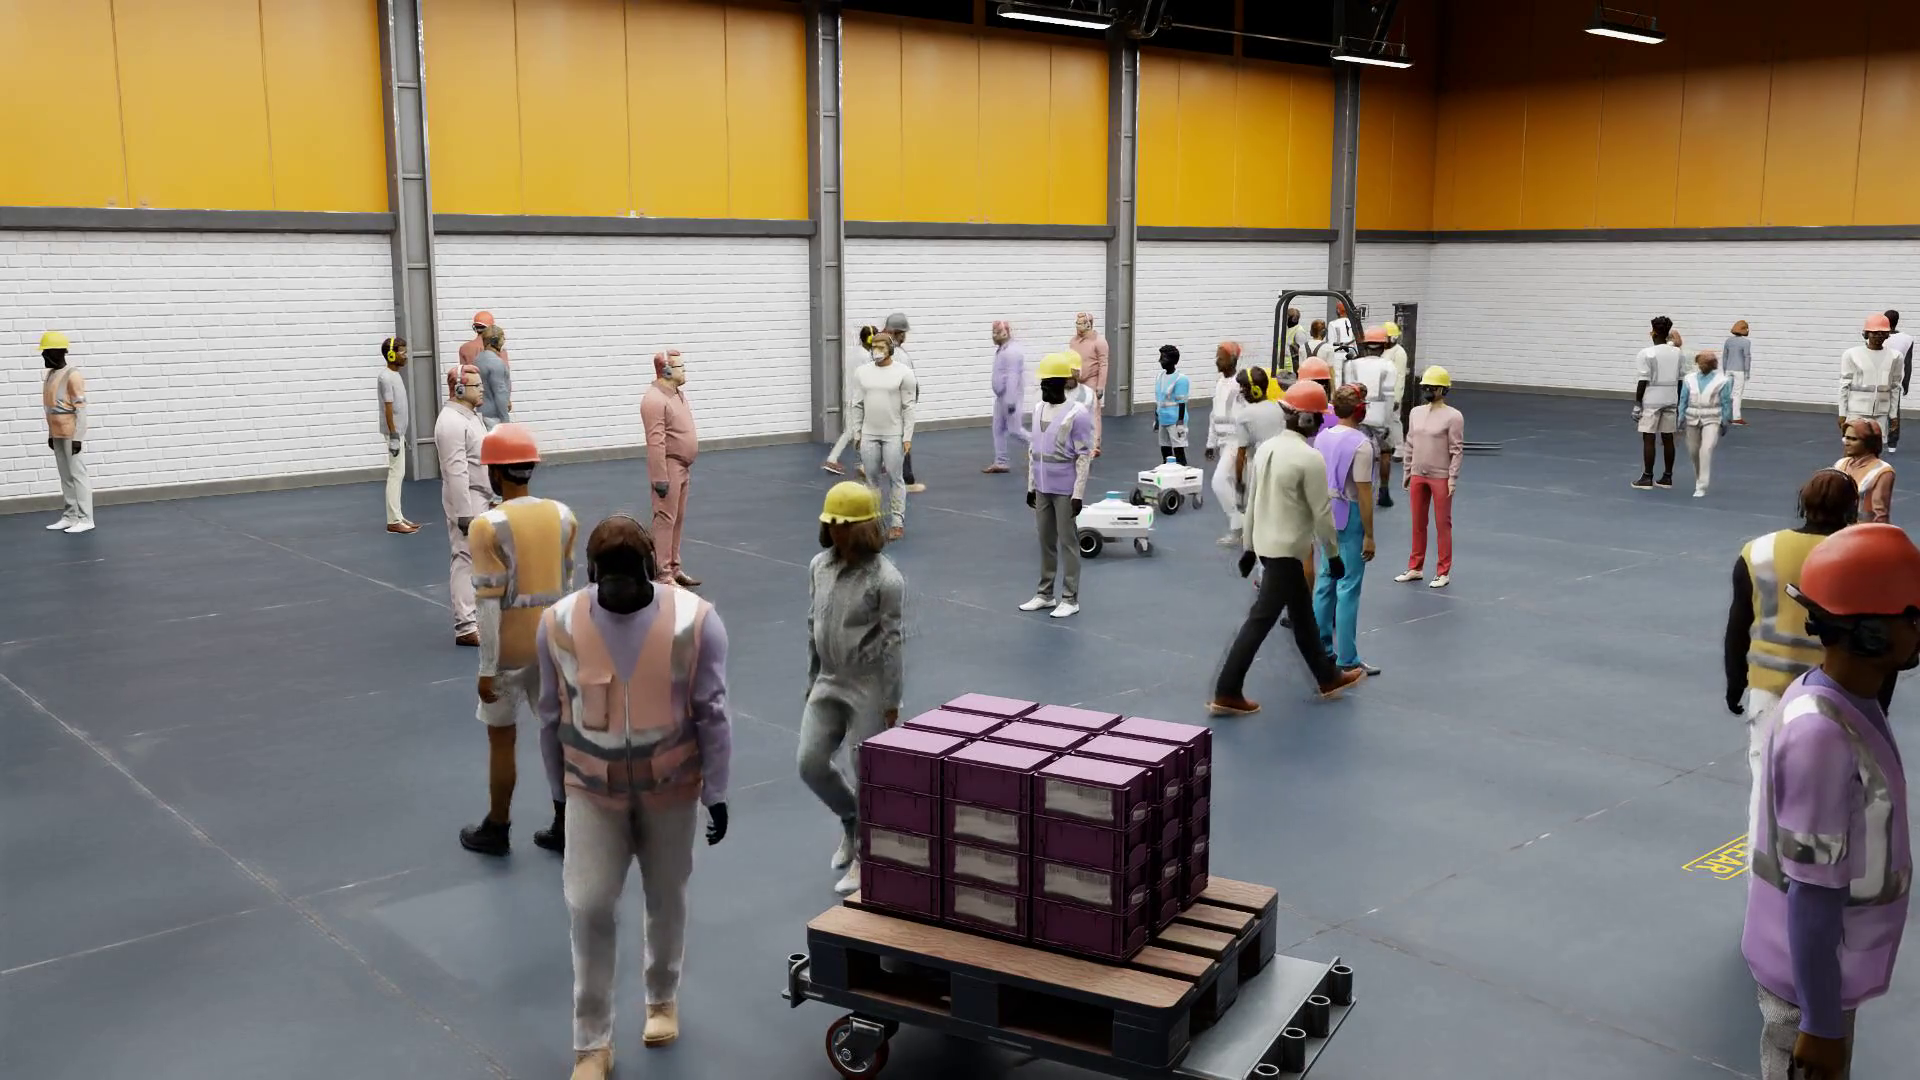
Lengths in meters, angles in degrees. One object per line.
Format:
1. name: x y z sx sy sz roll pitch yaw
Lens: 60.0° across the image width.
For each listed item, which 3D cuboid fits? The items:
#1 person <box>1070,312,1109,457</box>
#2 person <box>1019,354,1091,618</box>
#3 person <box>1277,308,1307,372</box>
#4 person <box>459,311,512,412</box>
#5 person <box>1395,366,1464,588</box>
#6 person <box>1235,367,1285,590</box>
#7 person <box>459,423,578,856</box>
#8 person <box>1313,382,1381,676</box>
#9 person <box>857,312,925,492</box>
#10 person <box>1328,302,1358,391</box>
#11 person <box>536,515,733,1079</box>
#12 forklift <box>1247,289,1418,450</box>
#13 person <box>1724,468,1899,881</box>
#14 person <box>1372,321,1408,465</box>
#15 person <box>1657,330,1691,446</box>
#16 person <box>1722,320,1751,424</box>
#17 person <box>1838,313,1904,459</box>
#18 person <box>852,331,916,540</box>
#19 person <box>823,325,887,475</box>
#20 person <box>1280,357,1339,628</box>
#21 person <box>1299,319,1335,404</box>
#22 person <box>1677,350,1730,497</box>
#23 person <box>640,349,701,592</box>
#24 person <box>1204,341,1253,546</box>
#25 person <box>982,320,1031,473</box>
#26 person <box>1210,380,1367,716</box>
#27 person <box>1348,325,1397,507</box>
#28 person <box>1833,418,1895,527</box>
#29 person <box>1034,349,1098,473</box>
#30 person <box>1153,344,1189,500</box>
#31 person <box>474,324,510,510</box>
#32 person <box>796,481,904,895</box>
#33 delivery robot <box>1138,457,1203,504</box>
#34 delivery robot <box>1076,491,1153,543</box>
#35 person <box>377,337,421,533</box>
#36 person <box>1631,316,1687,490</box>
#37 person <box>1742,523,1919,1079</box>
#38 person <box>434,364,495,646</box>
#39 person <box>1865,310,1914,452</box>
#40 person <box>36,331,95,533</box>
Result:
1. person: 1.636 -2.025 21.800 0.399 1.905 0.642 -9 13 -42
2. person: 0.698 -0.397 12.192 0.369 1.928 0.586 -8 12 -38
3. person: 5.074 -2.639 25.568 0.429 1.846 0.621 -2 10 -12
4. person: -5.573 -1.697 19.610 0.608 1.995 0.377 1 10 6
5. person: 3.767 -0.508 13.310 0.309 1.772 0.525 -8 12 -38
6. person: 2.349 -0.422 12.715 0.595 1.807 0.664 -2 10 -11
7. person: -1.930 0.452 7.273 0.479 1.937 0.557 8 12 39
8. person: 2.414 -0.068 10.498 0.389 1.850 0.564 -4 10 -21
9. person: -0.754 -1.535 18.527 0.647 2.000 0.727 -6 11 -31
10. person: 6.377 -3.037 27.782 0.574 1.882 0.355 -3 10 -17
11. person: -1.042 0.834 5.328 0.631 1.814 0.791 -1 10 -8
12. forklift: 5.034 -2.339 22.783 2.313 2.155 1.214 3 10 16
13. person: 3.455 0.596 6.787 0.639 1.797 0.945 6 11 32
14. person: 5.403 -1.850 21.039 0.463 1.829 0.603 -2 10 -13
15. person: 9.875 -2.112 23.133 0.518 1.617 0.366 9 13 41
16. person: 12.207 -2.634 26.147 0.277 1.632 0.502 -4 10 -21
17. person: 9.554 -1.356 17.471 0.606 2.044 0.373 1 10 8
18. person: -0.717 -0.970 15.521 0.631 1.940 0.372 3 10 19
19. person: -1.239 -1.675 20.055 0.905 1.816 0.537 -5 11 -27
20. person: 2.485 -0.322 11.746 0.548 1.931 0.381 -5 11 -25
21. person: 4.543 -1.888 21.165 0.508 1.846 0.345 8 13 40
22. person: 8.274 -1.307 18.467 0.502 1.612 0.760 9 13 42
23. person: -2.257 -0.539 13.071 0.410 1.913 0.651 1 10 6
24. person: 2.449 -0.857 15.059 0.471 1.869 0.574 -2 10 -12
25. person: 0.685 -1.728 20.142 0.752 1.873 0.646 -3 10 -16
26. person: 1.905 0.050 9.575 1.069 1.930 0.601 -3 10 -15
27. person: 4.327 -1.275 17.377 0.551 1.911 0.725 7 12 34
28. person: 5.657 0.045 10.489 0.317 1.630 0.510 -2 10 -10
29. person: 0.940 -0.808 14.924 0.605 1.819 0.609 -1 10 -7
30. person: 2.292 -1.276 18.049 0.323 1.689 0.537 -4 11 -24
31. person: -4.794 -1.250 17.159 0.372 1.940 0.632 -7 12 -35
32. person: -0.457 0.611 6.852 0.515 1.725 0.362 7 12 35
33. delivery robot: 2.186 -0.620 17.241 0.707 0.478 0.477 -8 13 -39
34. delivery robot: 1.347 -0.185 14.695 0.707 0.478 0.477 0 10 1
35. person: -5.370 -0.998 15.890 0.315 1.866 0.533 -2 10 -11
36. person: 7.897 -1.550 18.829 0.608 1.965 0.369 -2 10 -13
37. person: 2.001 0.973 3.824 0.367 2.048 0.607 5 11 29
38. person: -3.324 -0.237 11.322 0.410 1.909 0.643 -2 10 -9
39. person: 12.474 -2.134 22.396 0.597 1.916 0.371 2 10 14
40. person: -8.557 -1.030 15.896 0.584 1.928 0.373 7 12 37
